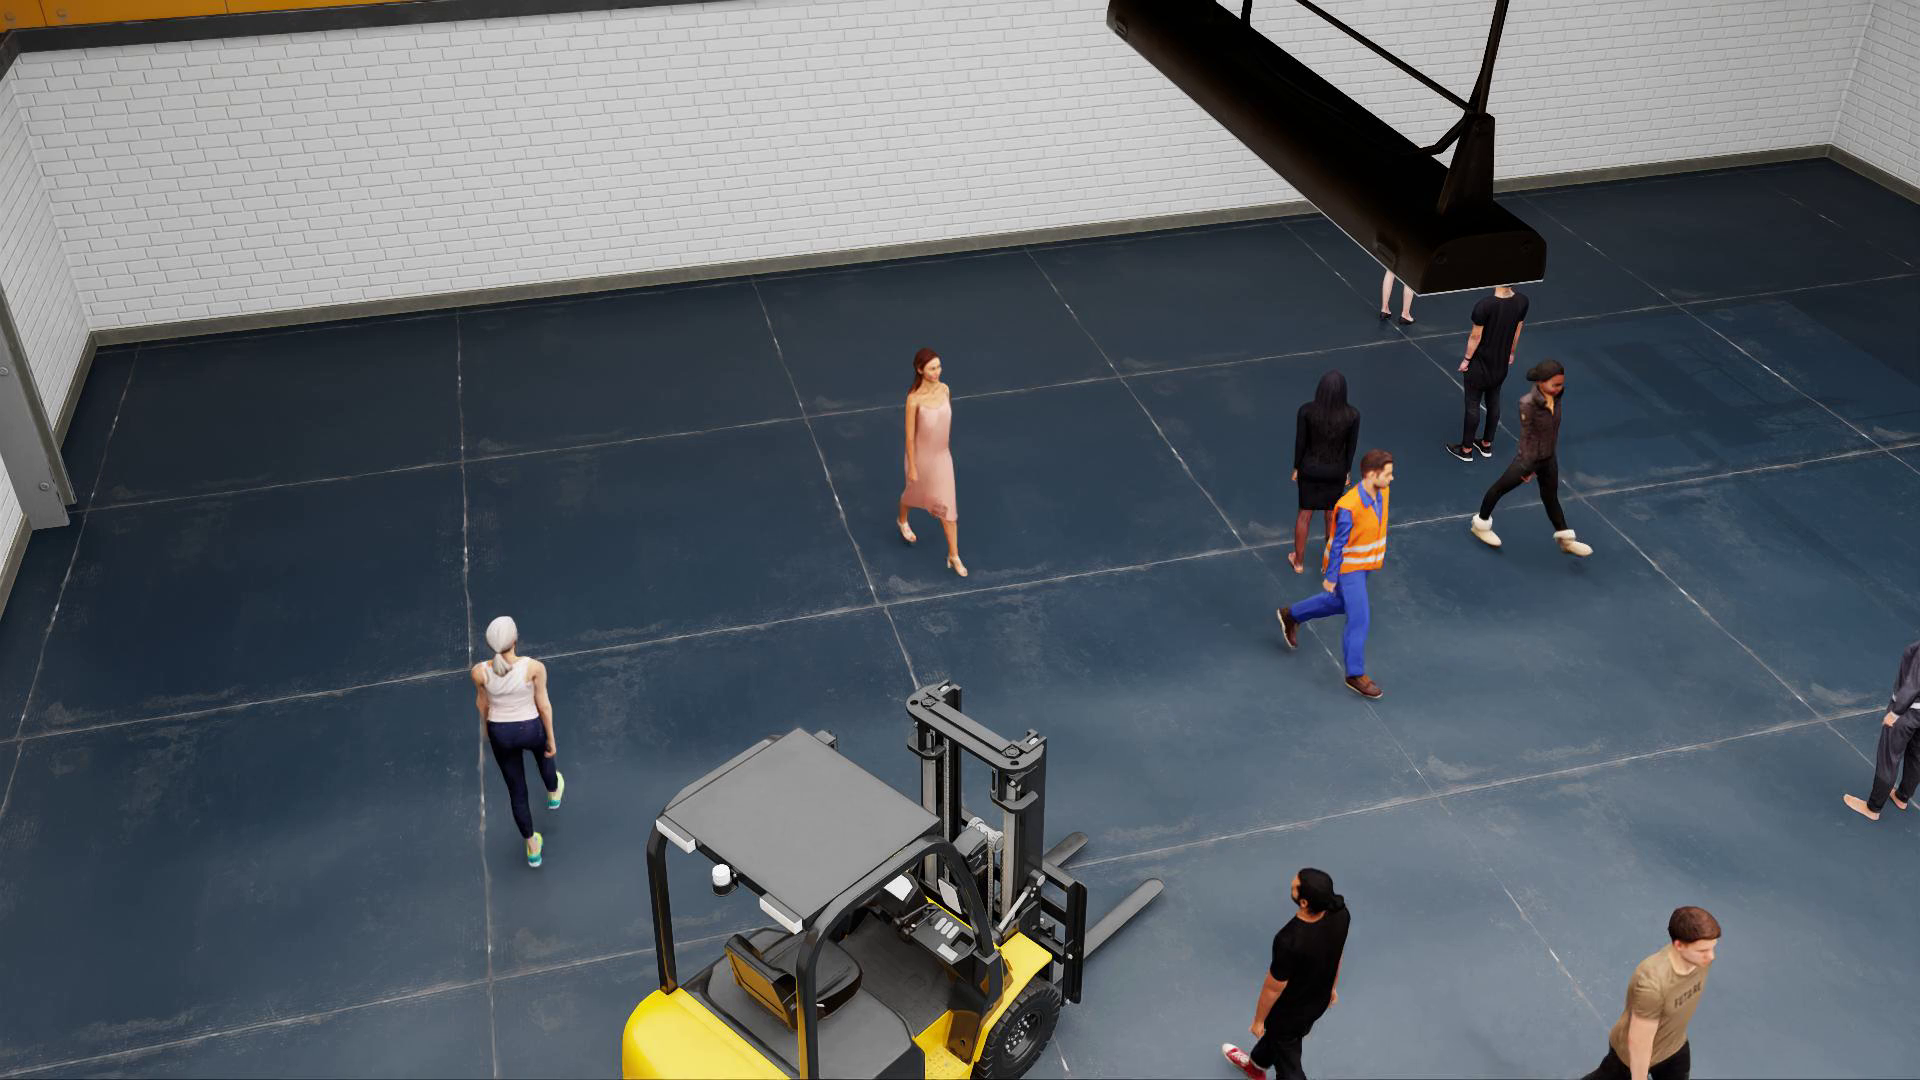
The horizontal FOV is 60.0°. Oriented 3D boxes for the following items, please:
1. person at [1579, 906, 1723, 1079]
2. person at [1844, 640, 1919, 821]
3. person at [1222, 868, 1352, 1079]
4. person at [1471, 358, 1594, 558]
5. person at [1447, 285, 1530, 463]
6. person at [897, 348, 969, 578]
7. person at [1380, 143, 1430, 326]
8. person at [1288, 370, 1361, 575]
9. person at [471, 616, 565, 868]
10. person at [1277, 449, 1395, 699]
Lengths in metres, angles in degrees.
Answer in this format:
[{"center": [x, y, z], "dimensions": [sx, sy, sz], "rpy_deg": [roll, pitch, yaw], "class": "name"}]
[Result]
[{"center": [3.263, 2.400, 8.082], "dimensions": [0.891, 1.811, 1.210], "rpy_deg": [-19, 38, -26], "class": "person"}, {"center": [5.935, 1.000, 10.268], "dimensions": [0.635, 1.724, 0.545], "rpy_deg": [-12, 36, -18], "class": "person"}, {"center": [1.710, 2.342, 8.246], "dimensions": [0.947, 1.726, 1.160], "rpy_deg": [-26, 42, -33], "class": "person"}, {"center": [4.489, -0.543, 12.686], "dimensions": [0.886, 1.616, 1.201], "rpy_deg": [-18, 38, -25], "class": "person"}, {"center": [4.444, -1.533, 13.951], "dimensions": [0.715, 1.865, 0.622], "rpy_deg": [-13, 36, -19], "class": "person"}, {"center": [-0.308, -0.638, 12.675], "dimensions": [0.871, 1.786, 1.174], "rpy_deg": [-22, 40, -30], "class": "person"}, {"center": [4.350, -2.969, 16.143], "dimensions": [0.628, 1.829, 0.727], "rpy_deg": [25, 41, 32], "class": "person"}, {"center": [2.733, -0.516, 12.553], "dimensions": [0.678, 1.720, 0.650], "rpy_deg": [5, 34, 7], "class": "person"}, {"center": [-2.646, 1.247, 9.939], "dimensions": [0.631, 1.676, 0.971], "rpy_deg": [-7, 34, -10], "class": "person"}, {"center": [2.620, 0.158, 11.441], "dimensions": [1.302, 1.828, 1.110], "rpy_deg": [28, 43, 35], "class": "person"}]
